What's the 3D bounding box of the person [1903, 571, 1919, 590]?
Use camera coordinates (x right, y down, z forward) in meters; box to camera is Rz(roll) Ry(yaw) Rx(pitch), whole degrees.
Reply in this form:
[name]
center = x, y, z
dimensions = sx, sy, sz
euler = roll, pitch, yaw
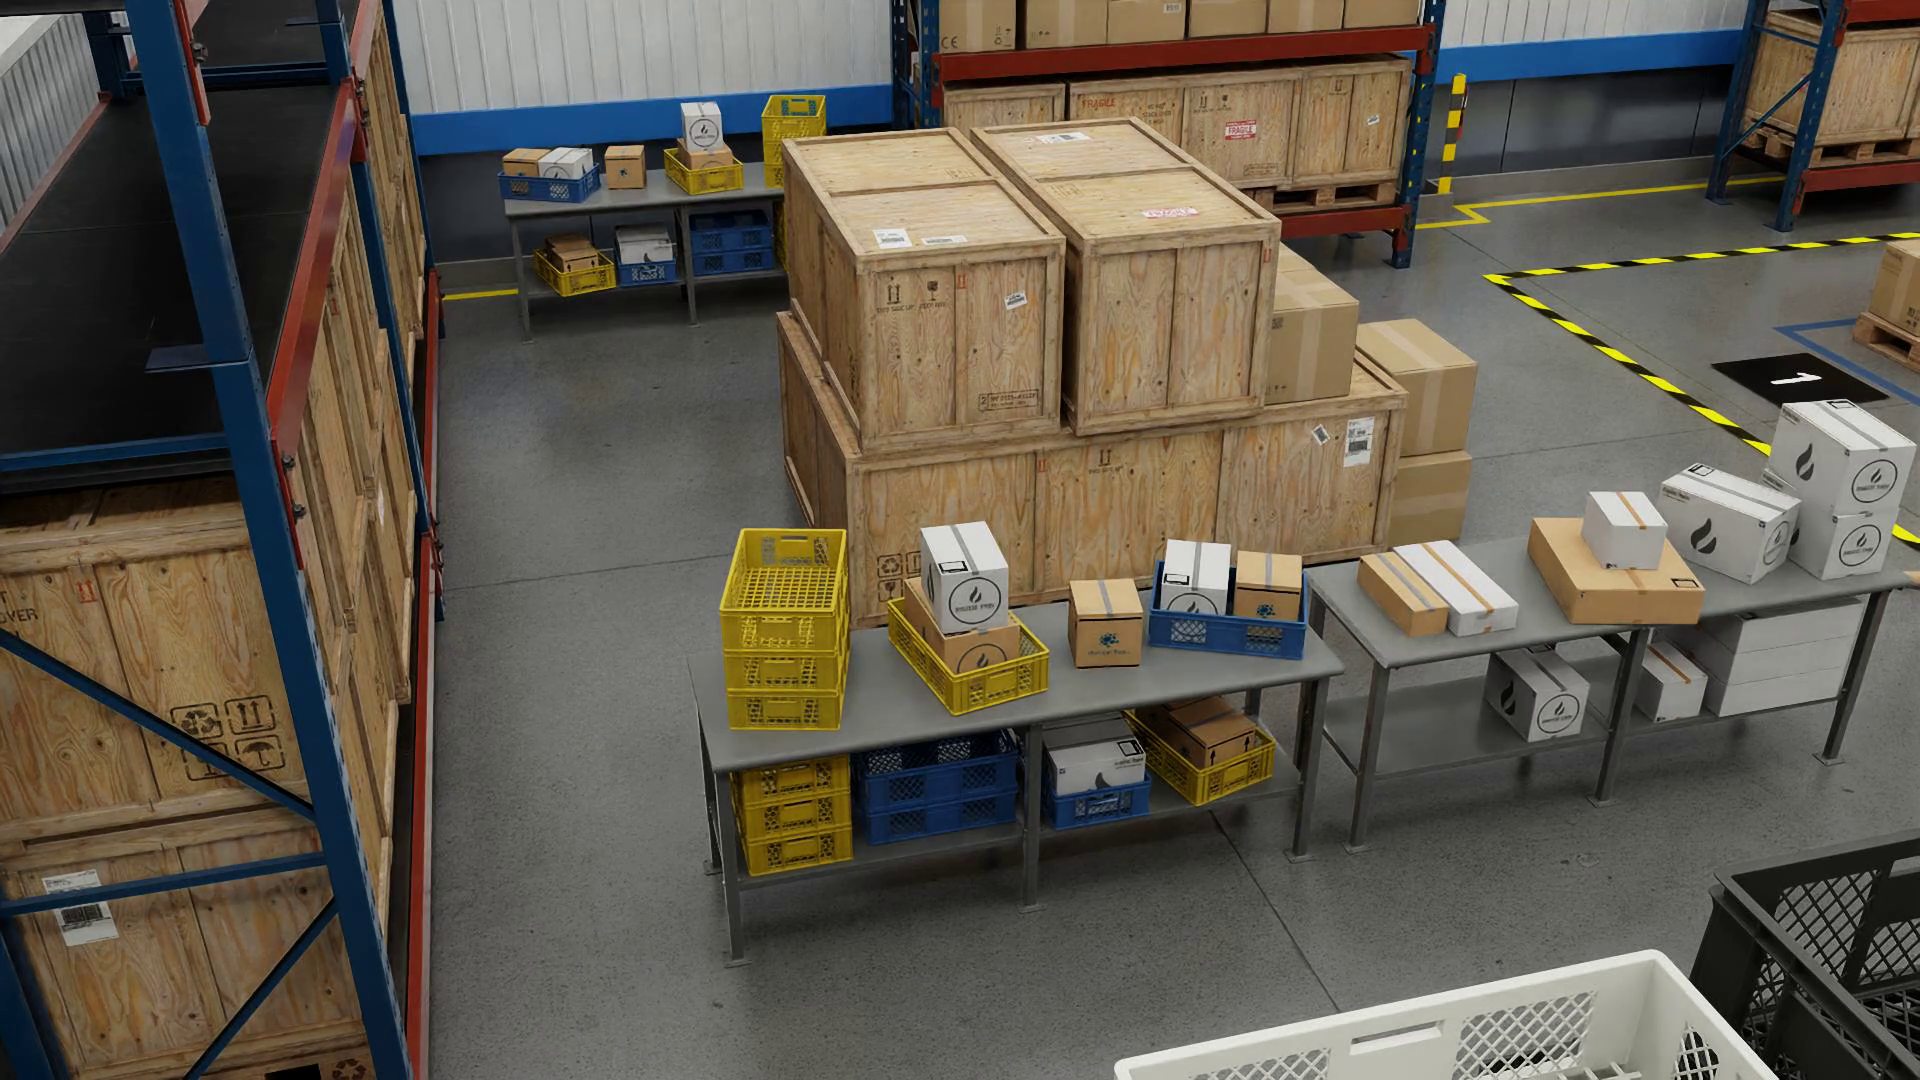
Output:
[person]
center = 5.207, -0.559, 8.290
dimensions = 0.365, 2.048, 0.607
euler = 0, 29, 0
